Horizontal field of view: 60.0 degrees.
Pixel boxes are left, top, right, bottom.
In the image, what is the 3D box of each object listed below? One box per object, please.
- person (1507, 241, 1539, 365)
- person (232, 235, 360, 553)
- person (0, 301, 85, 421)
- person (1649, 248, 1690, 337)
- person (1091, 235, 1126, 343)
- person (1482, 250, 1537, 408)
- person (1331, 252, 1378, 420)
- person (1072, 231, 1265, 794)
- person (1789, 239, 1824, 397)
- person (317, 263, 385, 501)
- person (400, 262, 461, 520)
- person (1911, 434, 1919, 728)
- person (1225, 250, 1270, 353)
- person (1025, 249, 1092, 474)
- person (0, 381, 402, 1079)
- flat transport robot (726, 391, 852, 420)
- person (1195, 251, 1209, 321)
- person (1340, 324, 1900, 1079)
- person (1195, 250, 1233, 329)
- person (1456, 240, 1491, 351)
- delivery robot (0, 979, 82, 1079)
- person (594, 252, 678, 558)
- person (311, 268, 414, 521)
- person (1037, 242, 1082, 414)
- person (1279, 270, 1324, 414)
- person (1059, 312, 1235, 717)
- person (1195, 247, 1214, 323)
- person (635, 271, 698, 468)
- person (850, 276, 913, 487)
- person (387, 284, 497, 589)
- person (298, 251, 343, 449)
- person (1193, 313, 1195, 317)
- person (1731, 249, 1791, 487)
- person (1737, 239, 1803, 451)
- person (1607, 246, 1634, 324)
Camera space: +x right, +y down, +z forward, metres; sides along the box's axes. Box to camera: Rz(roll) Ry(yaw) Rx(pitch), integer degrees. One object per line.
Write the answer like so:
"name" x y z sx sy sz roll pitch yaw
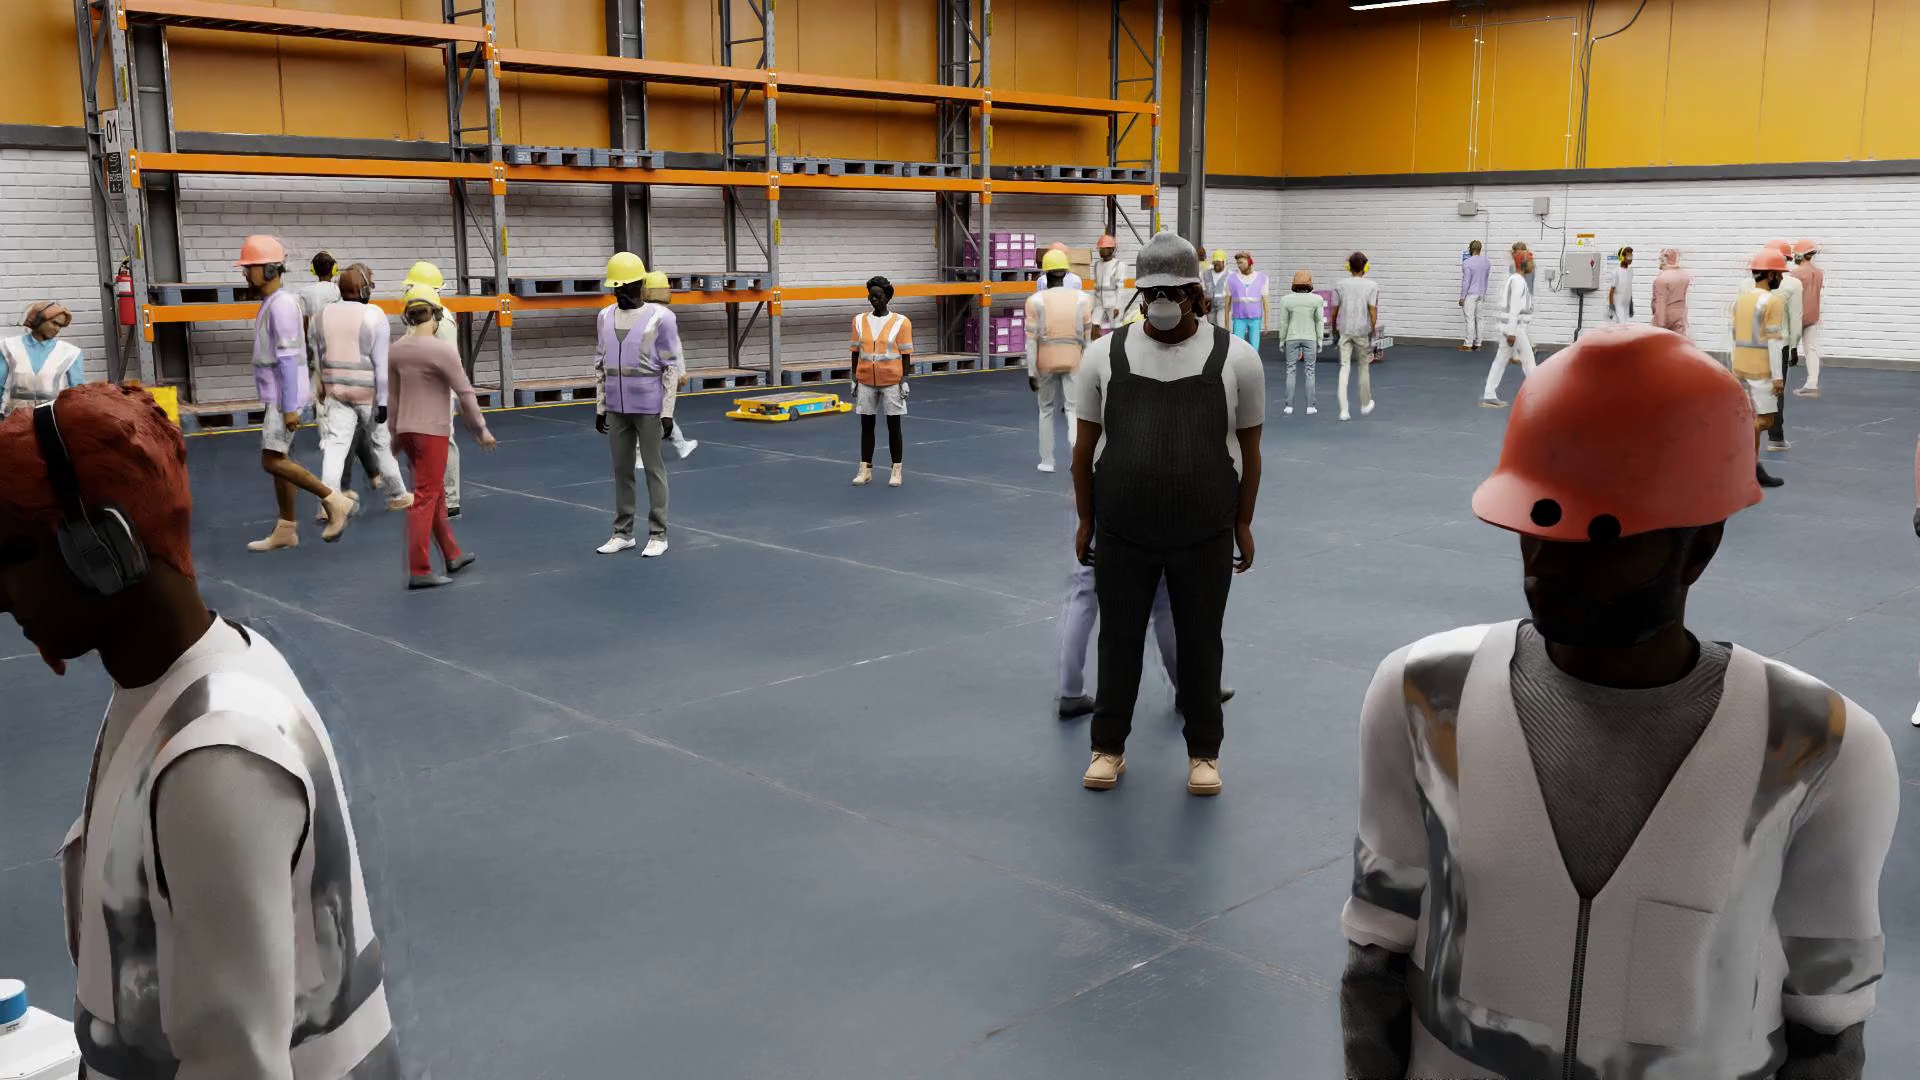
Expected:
"person" 8.757 -3.700 26.029 0.461 1.924 0.639 9 14 41
"person" -4.263 -0.917 10.590 0.584 2.029 0.619 -5 11 -25
"person" -5.896 -0.712 10.612 0.610 1.610 0.326 -5 11 -24
"person" 9.421 -2.939 22.089 0.633 1.860 1.025 -6 12 -28
"person" 2.092 -3.456 24.469 0.939 2.007 0.631 -10 14 -44
"person" 6.603 -2.448 19.430 0.959 1.836 0.613 1 10 8
"person" 4.384 -2.262 18.450 0.540 1.825 0.940 5 11 25
"person" 0.737 -0.082 5.993 0.689 2.000 0.537 2 11 10
"person" 10.563 -2.816 21.101 0.652 1.956 0.943 -5 11 -25
"person" -4.594 -1.214 12.810 0.546 1.795 0.942 4 11 19
"person" -3.762 -1.045 11.799 0.404 1.837 0.586 -7 12 -33
"person" 4.220 -0.148 6.717 0.653 1.906 0.405 5 12 26
"person" 3.796 -2.901 21.950 0.598 1.820 0.440 2 11 10
"person" 0.837 -1.478 13.967 0.588 1.908 0.765 -1 10 -8
"person" -0.853 0.750 1.942 0.437 1.858 0.700 -6 12 -29
"flat transport robot" -1.899 -1.503 18.570 0.652 0.197 1.431 7 12 33
"person" 3.804 -3.824 27.046 0.618 1.816 0.826 8 13 37
"person" 0.677 0.734 1.832 0.547 1.934 0.376 5 12 26
"person" 3.986 -3.622 25.994 0.614 1.786 0.917 6 12 29
"person" 8.967 -4.262 29.065 0.631 1.940 0.372 -7 12 -33
"delivery robot" -1.881 1.111 3.282 0.707 0.478 0.477 6 12 31
"person" -2.058 -0.846 10.494 0.586 1.917 0.381 4 11 23
"person" -4.318 -1.042 11.919 0.624 1.802 0.970 2 11 9
"person" 1.106 -2.390 18.849 0.546 1.942 0.348 -4 11 -20
"person" 3.873 -2.244 18.891 0.499 1.633 0.284 3 11 14
"person" 0.774 -0.110 6.993 0.853 1.713 0.548 -5 12 -26
"person" 4.104 -4.103 28.515 0.632 1.821 0.499 1 10 5
"person" -2.608 -1.509 14.684 0.506 1.694 0.872 8 13 37
"person" -0.643 -1.273 13.425 0.532 1.697 0.319 3 11 16
"person" -3.003 -0.610 9.692 0.553 1.729 0.742 7 13 34
"person" -5.965 -1.792 15.773 0.513 1.875 0.328 -2 11 -11
"person" 2.732 -2.846 21.398 0.590 1.919 0.393 3 11 15
"person" 6.295 -1.356 13.276 0.686 1.921 0.570 -1 10 -4
"person" 7.637 -1.841 15.736 0.402 1.985 0.613 -10 14 -43
"person" 10.335 -3.674 26.100 0.530 1.854 0.715 -8 13 -37
